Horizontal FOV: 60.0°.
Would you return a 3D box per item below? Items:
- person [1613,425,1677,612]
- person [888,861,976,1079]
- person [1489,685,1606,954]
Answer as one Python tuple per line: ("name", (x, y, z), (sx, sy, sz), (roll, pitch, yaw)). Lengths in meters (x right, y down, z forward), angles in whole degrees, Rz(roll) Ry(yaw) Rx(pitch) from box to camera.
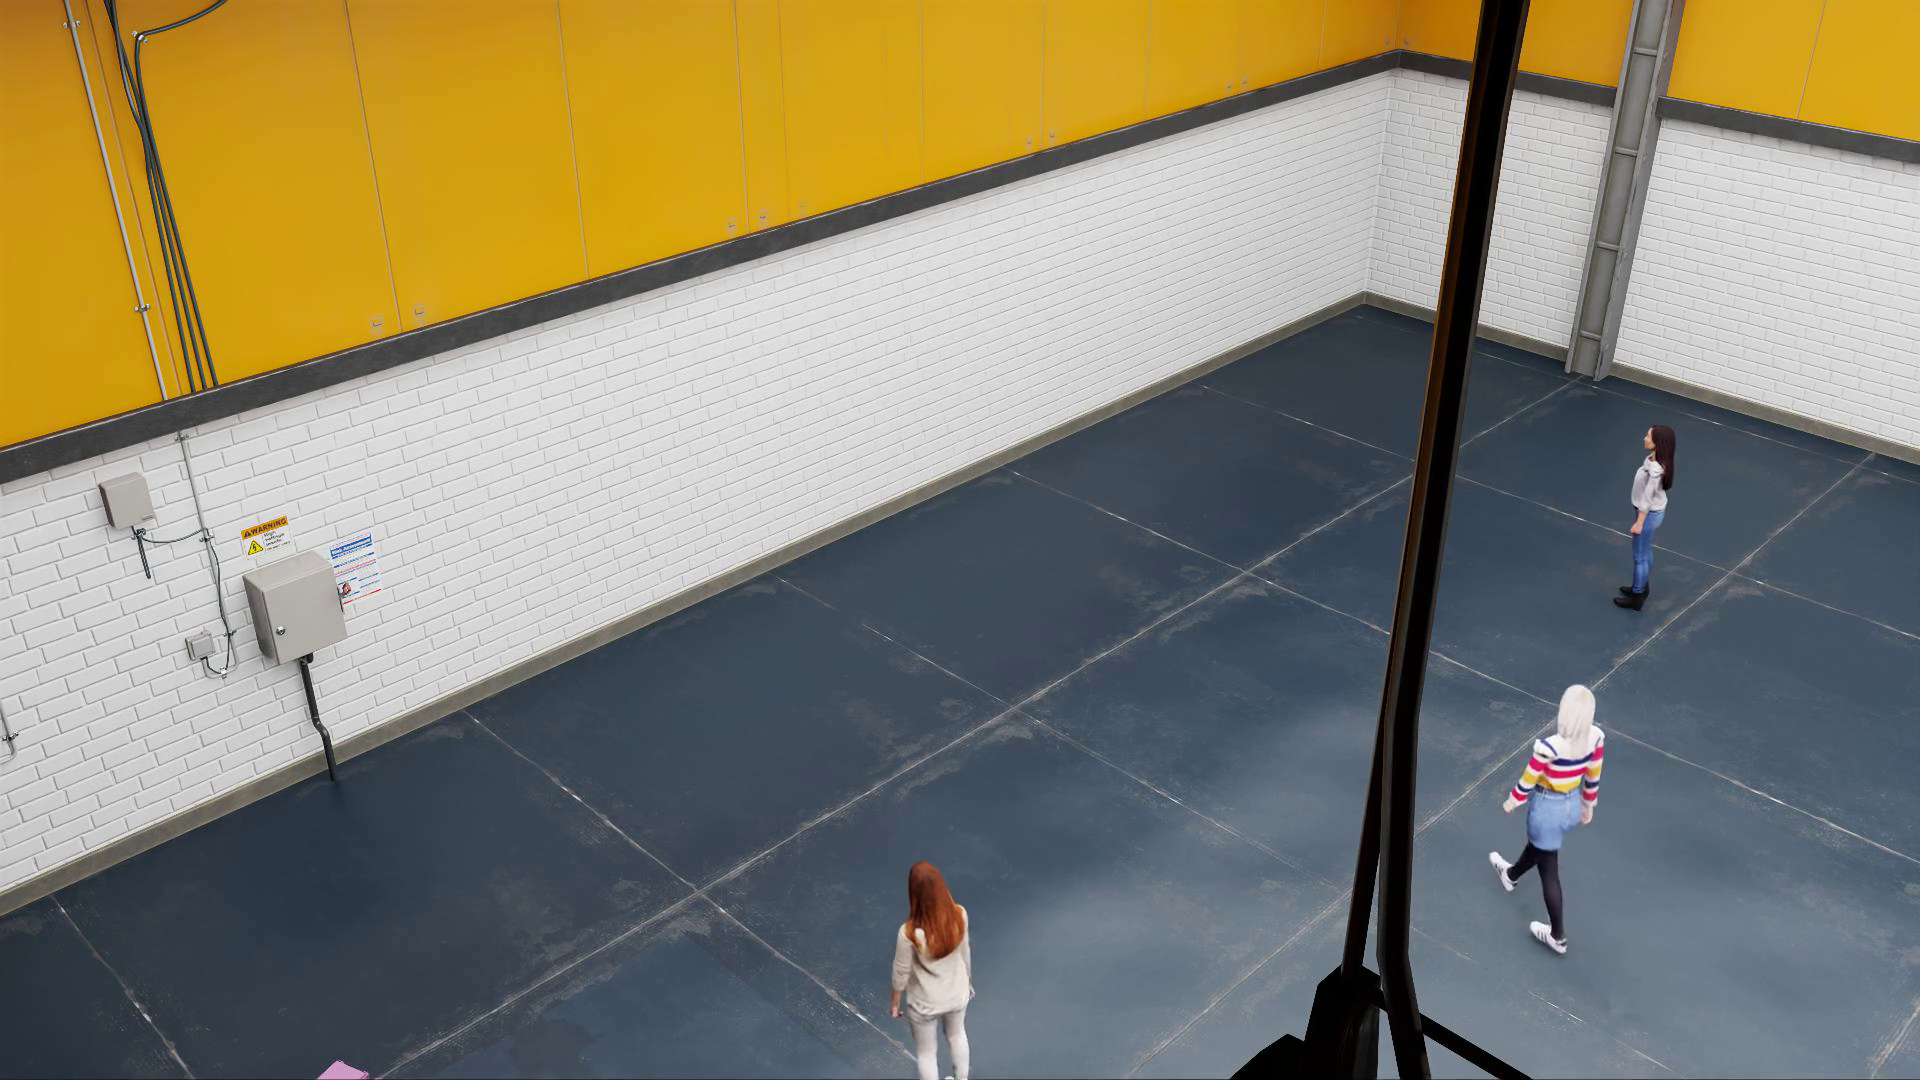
("person", (5.684, -0.194, 13.706), (0.624, 1.630, 0.657), (14, 31, 23))
("person", (-0.099, 2.425, 8.827), (0.680, 1.703, 0.630), (-14, 32, -24))
("person", (3.647, 1.716, 10.057), (0.878, 1.769, 1.141), (-13, 31, -23))
